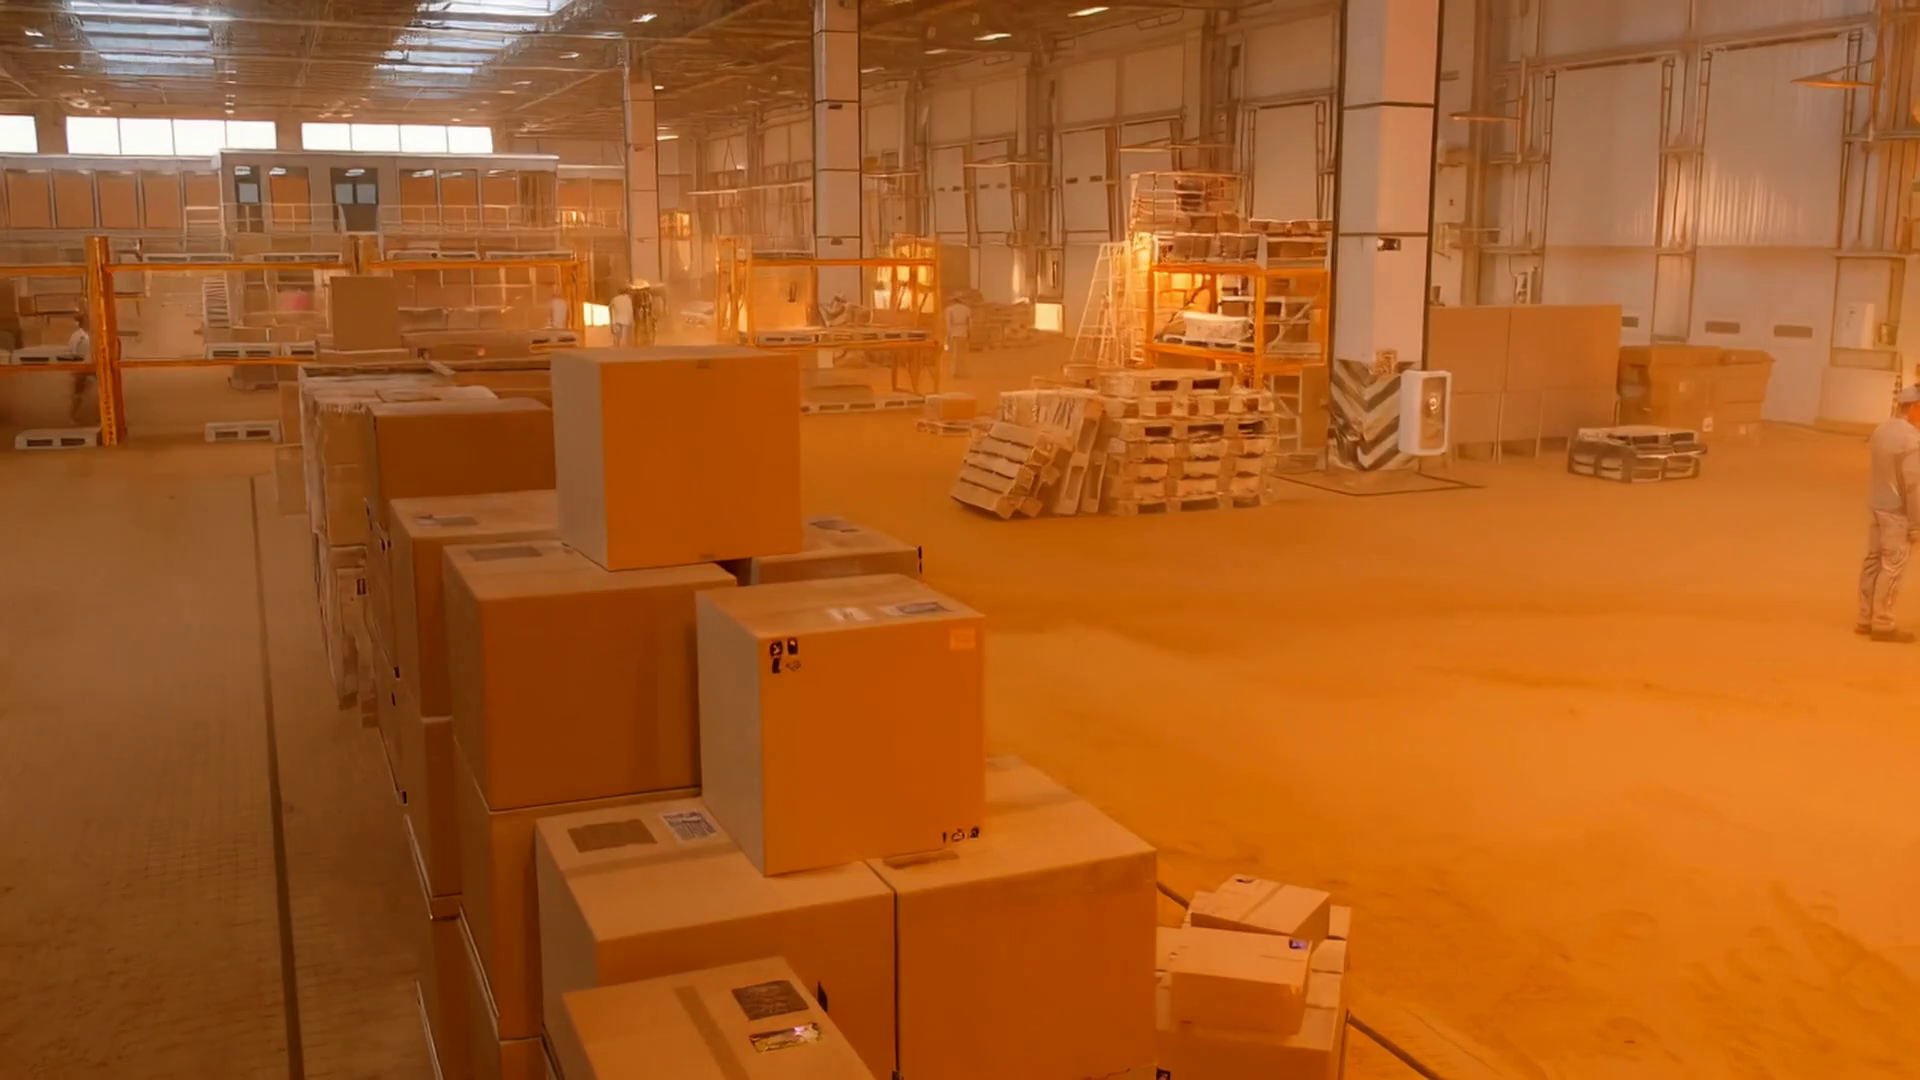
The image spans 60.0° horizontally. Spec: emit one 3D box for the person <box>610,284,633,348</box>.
[{"bbox_3d":[-7.858,-4.991,38.815,0.625,1.927,0.507,-10,14,-43],"label":"person"}]

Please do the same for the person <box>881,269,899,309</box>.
[{"bbox_3d":[-2.457,-8.658,59.045,0.628,1.932,1.047,-2,11,-12],"label":"person"}]

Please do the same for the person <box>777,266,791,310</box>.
[{"bbox_3d":[-7.364,-10.499,69.220,0.635,1.915,0.841,-4,11,-23],"label":"person"}]

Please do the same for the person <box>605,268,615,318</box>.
[{"bbox_3d":[-13.279,-9.391,63.058,0.376,1.934,0.546,-1,10,-7],"label":"person"}]

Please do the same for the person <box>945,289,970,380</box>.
[{"bbox_3d":[-0.036,-4.372,35.411,0.588,1.927,0.369,6,12,29],"label":"person"}]

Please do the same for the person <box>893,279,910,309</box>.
[{"bbox_3d":[-1.772,-6.891,49.629,0.889,1.816,0.623,5,12,27],"label":"person"}]

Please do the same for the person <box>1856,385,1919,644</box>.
[{"bbox_3d":[6.961,-0.193,12.382,0.377,1.931,0.636,0,10,1],"label":"person"}]

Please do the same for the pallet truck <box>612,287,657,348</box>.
[{"bbox_3d":[-6.464,-4.406,35.401,0.823,1.965,1.885,6,12,32],"label":"pallet truck"}]

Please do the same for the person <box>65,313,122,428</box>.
[{"bbox_3d":[-13.595,-2.619,26.004,0.599,1.830,0.986,10,14,43],"label":"person"}]

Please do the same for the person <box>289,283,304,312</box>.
[{"bbox_3d":[-19.422,-6.700,48.824,0.526,1.715,0.340,8,13,36],"label":"person"}]

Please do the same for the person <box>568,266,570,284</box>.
[{"bbox_3d":[-16.819,-10.965,71.866,0.346,1.882,0.578,-7,12,-34],"label":"person"}]

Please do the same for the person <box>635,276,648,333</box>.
[{"bbox_3d":[-9.985,-7.314,51.902,0.431,1.835,0.623,3,11,17],"label":"person"}]

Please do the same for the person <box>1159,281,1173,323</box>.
[{"bbox_3d":[5.242,-5.610,42.234,0.366,1.926,0.592,4,11,22],"label":"person"}]

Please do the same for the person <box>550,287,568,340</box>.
[{"bbox_3d":[-9.624,-5.138,39.862,0.515,1.854,0.636,5,11,24],"label":"person"}]
